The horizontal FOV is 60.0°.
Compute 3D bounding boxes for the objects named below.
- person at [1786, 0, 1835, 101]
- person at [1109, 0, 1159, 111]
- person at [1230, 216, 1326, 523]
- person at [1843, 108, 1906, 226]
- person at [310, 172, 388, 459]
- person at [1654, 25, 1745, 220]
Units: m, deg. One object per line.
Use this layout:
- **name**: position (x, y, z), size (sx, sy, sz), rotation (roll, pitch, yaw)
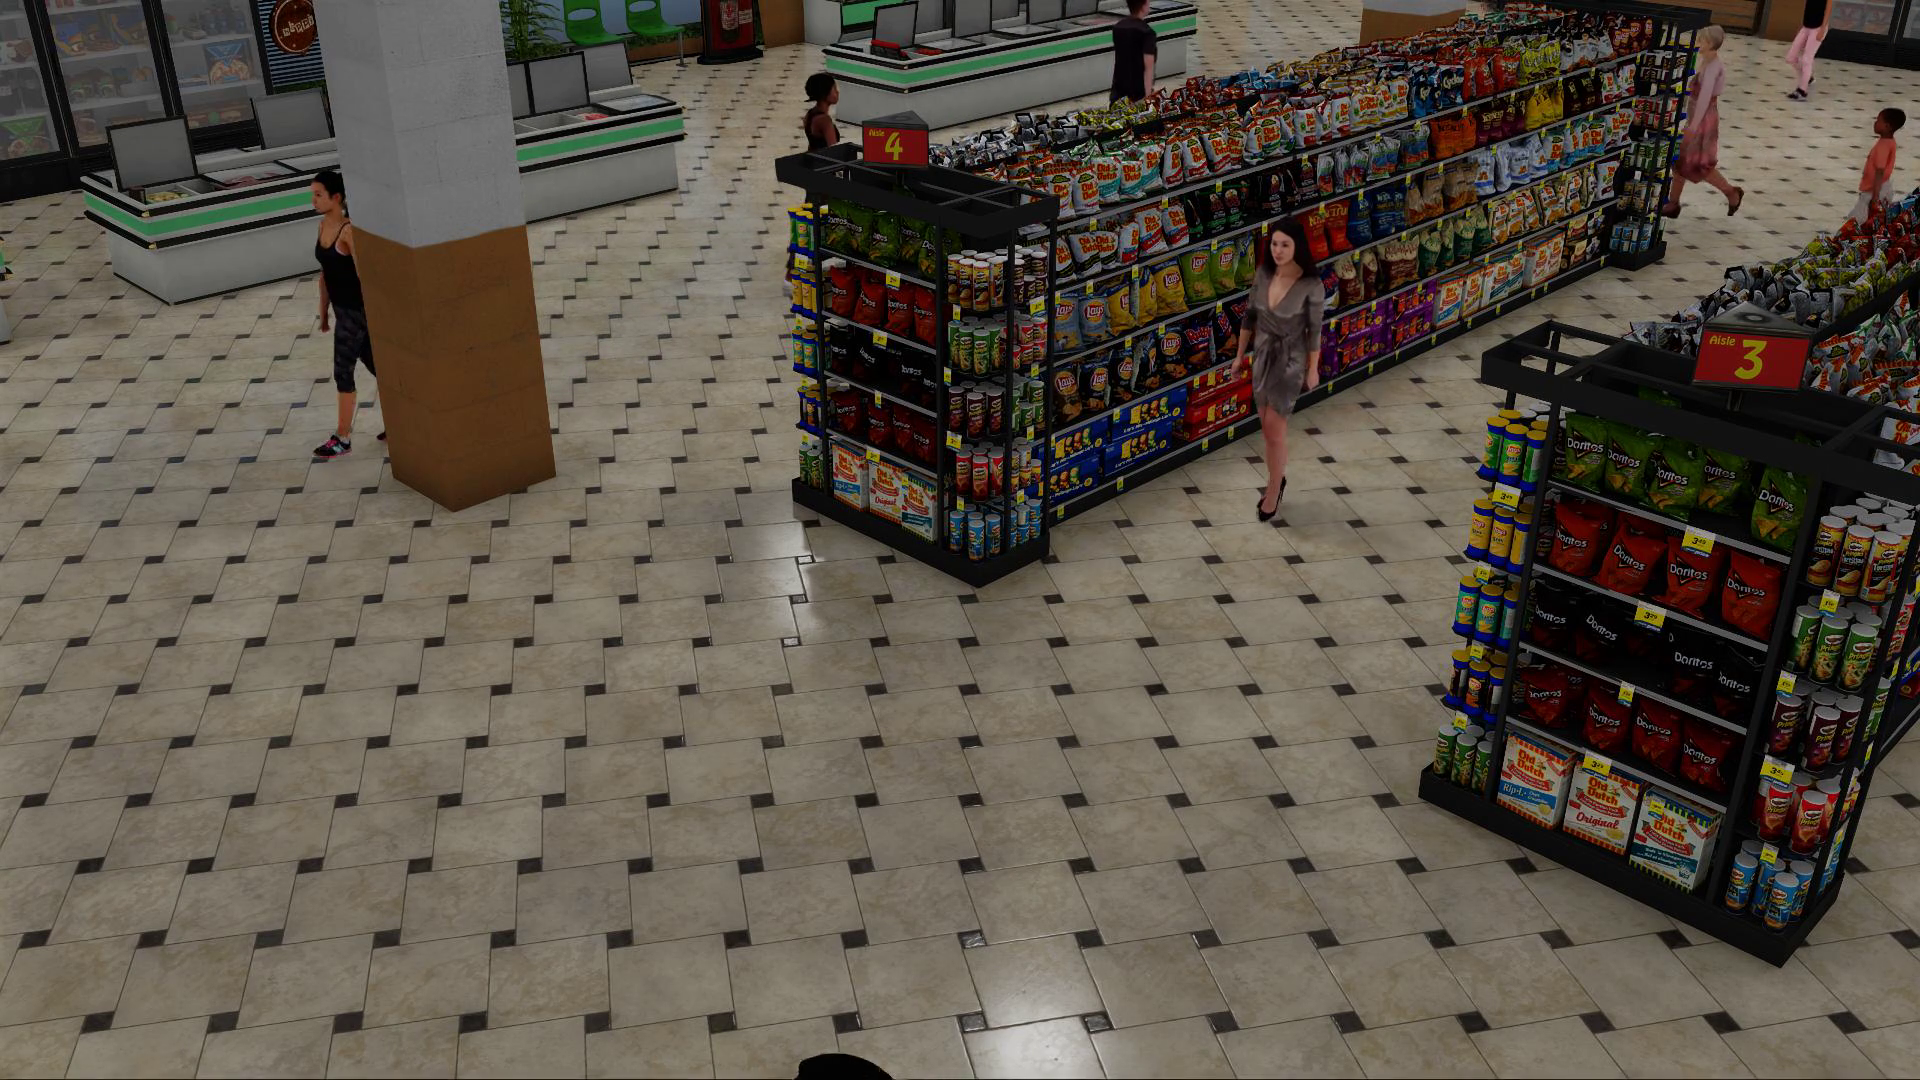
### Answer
- **person**: position (9.816, -5.833, 19.028), size (0.755, 1.554, 0.683), rotation (-6, 28, -12)
- **person**: position (1.522, -4.083, 15.311), size (1.214, 1.797, 0.837), rotation (-19, 33, -33)
- **person**: position (1.813, -0.970, 9.245), size (0.585, 1.730, 0.619), rotation (24, 35, 38)
- **person**: position (7.381, -2.771, 13.277), size (0.607, 1.296, 0.647), rotation (20, 33, 34)
- **person**: position (-3.587, -1.388, 10.095), size (0.916, 1.708, 0.597), rotation (-24, 35, -38)
- **person**: position (6.531, -3.584, 14.472), size (0.972, 1.664, 1.009), rotation (6, 28, 12)
